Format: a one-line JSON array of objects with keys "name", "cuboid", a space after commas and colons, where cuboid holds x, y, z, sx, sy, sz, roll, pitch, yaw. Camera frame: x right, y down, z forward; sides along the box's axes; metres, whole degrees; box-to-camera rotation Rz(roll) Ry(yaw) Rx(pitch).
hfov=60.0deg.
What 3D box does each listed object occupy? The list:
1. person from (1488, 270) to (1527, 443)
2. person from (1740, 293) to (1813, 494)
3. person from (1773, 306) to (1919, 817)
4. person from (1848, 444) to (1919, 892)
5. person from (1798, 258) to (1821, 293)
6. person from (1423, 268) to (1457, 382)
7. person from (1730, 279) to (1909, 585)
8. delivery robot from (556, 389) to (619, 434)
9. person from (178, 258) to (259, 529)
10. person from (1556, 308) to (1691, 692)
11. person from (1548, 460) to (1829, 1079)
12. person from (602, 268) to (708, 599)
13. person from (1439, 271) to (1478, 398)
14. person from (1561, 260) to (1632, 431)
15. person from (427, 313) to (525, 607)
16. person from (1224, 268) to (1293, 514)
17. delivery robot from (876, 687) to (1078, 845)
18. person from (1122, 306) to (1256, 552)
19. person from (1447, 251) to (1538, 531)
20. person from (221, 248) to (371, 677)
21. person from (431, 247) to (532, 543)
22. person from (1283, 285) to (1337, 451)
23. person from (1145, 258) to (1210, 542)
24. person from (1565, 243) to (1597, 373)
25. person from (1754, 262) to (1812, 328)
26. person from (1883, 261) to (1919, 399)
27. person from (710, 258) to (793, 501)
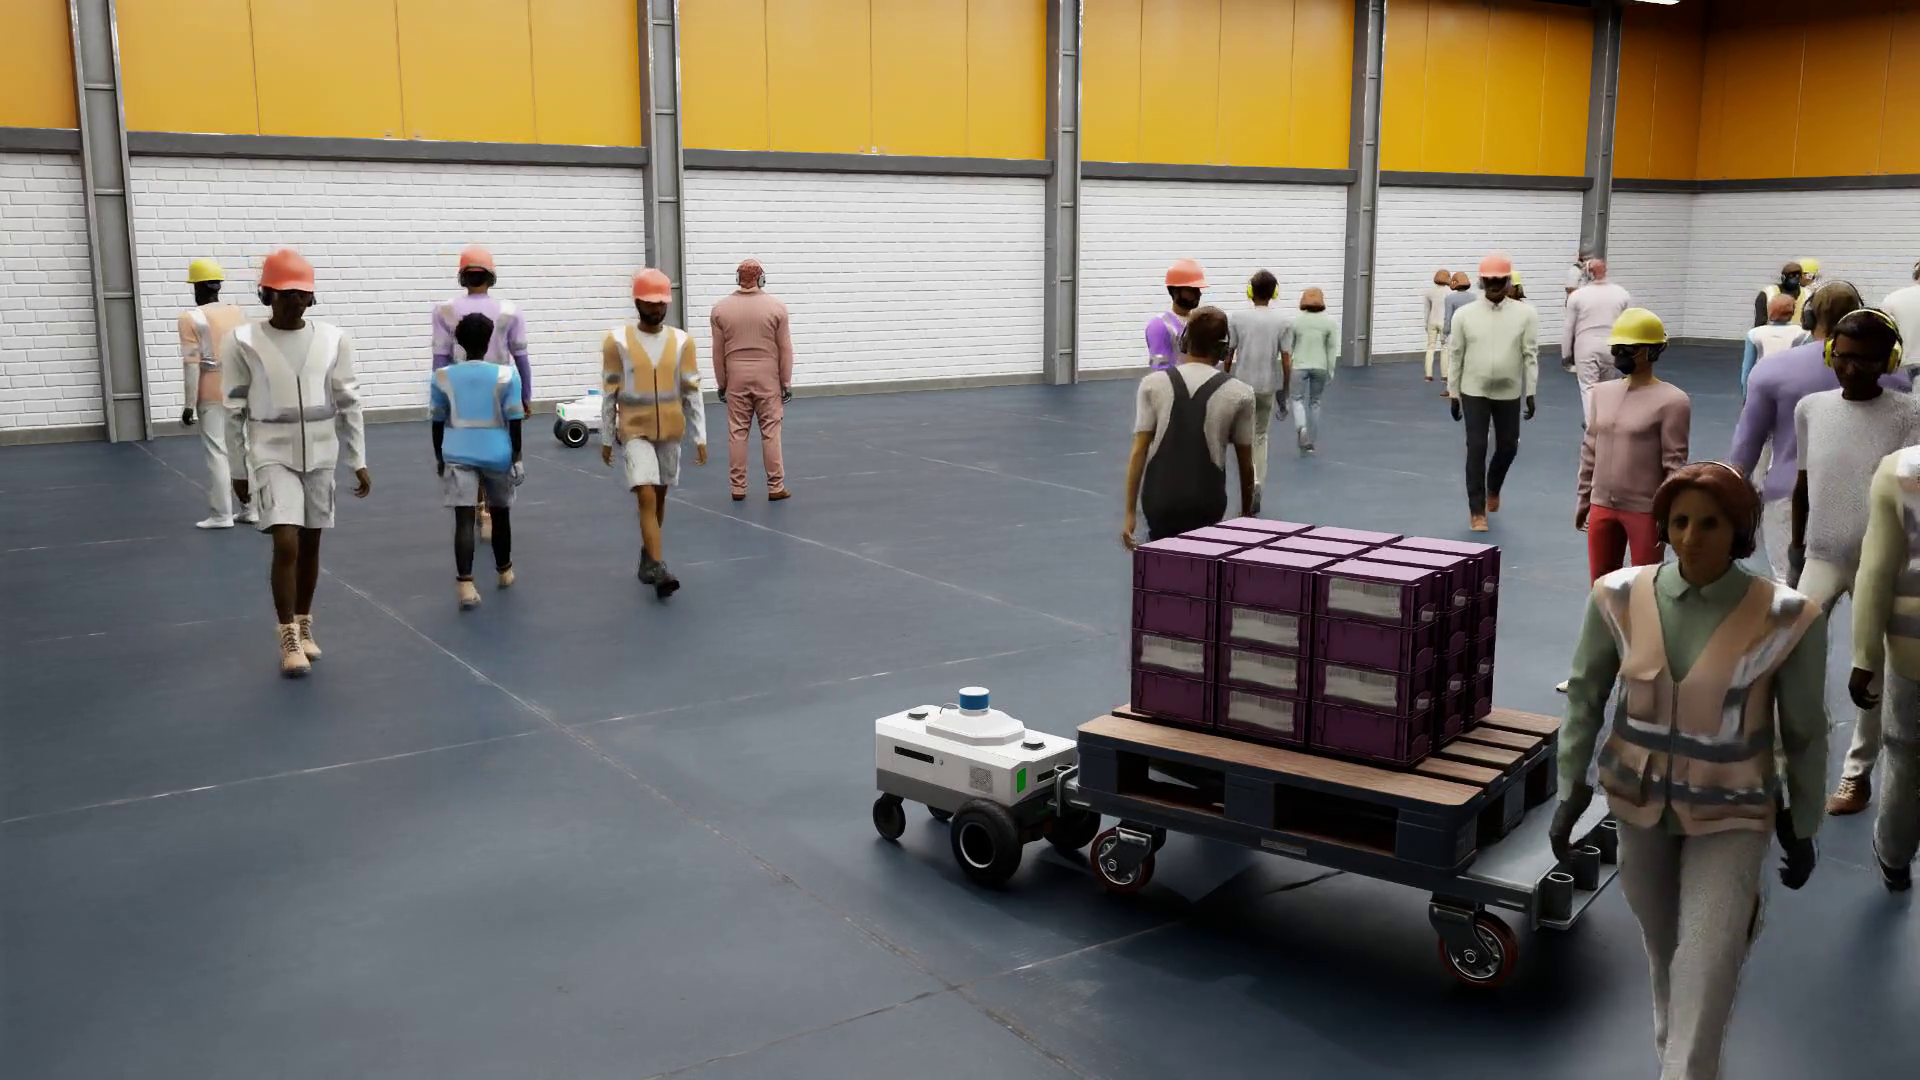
[{"name": "person", "cuboid": [5.525, -1.849, 16.822, 0.484, 1.745, 0.307, 2, 10, 8]}, {"name": "person", "cuboid": [6.532, -1.159, 13.339, 0.533, 1.625, 0.414, 7, 13, 34]}, {"name": "person", "cuboid": [3.077, 0.117, 5.806, 0.817, 1.832, 0.509, -9, 14, -41]}, {"name": "person", "cuboid": [2.967, 0.301, 4.905, 0.627, 1.784, 0.910, 5, 11, 25]}, {"name": "person", "cuboid": [10.049, -2.479, 20.078, 0.732, 1.809, 0.621, 1, 10, 5]}, {"name": "person", "cuboid": [6.913, -3.092, 23.942, 0.507, 1.632, 0.267, 9, 14, 41]}, {"name": "person", "cuboid": [3.703, -0.183, 7.295, 0.636, 1.888, 1.003, 1, 10, 6]}, {"name": "delivery robot", "cuboid": [-3.666, -1.271, 16.660, 0.707, 0.478, 0.477, -4, 11, -22]}, {"name": "person", "cuboid": [-5.298, -1.037, 11.869, 0.380, 1.925, 0.593, 5, 11, 25]}, {"name": "person", "cuboid": [2.963, -0.140, 7.398, 0.311, 1.769, 0.525, -6, 12, -30]}, {"name": "person", "cuboid": [1.556, 0.630, 3.630, 0.522, 1.596, 0.847, 10, 14, 43]}, {"name": "person", "cuboid": [-1.752, -0.615, 9.661, 0.566, 1.883, 0.983, -5, 11, -25]}, {"name": "person", "cuboid": [6.464, -2.657, 21.557, 0.499, 1.633, 0.289, -4, 11, -22]}, {"name": "person", "cuboid": [6.448, -1.914, 16.912, 0.684, 1.841, 1.004, 1, 10, 6]}, {"name": "person", "cuboid": [-2.757, -0.469, 9.512, 0.545, 1.651, 0.866, -1, 10, -7]}, {"name": "person", "cuboid": [2.243, -1.121, 12.595, 0.519, 1.839, 0.822, 0, 10, -2]}, {"name": "delivery robot", "cuboid": [0.046, 0.741, 5.627, 0.707, 0.478, 0.477, 9, 14, 41]}, {"name": "person", "cuboid": [1.008, -0.112, 7.220, 0.517, 1.769, 0.972, 3, 11, 18]}, {"name": "person", "cuboid": [3.805, -1.077, 11.943, 0.618, 1.978, 0.715, 2, 10, 9]}, {"name": "person", "cuboid": [-3.138, -0.369, 7.959, 0.605, 2.013, 0.798, -8, 13, -37]}, {"name": "person", "cuboid": [-3.307, -1.023, 11.591, 0.640, 1.995, 1.003, -2, 10, -9]}, {"name": "person", "cuboid": [3.359, -1.630, 15.974, 0.512, 1.618, 0.541, 1, 10, 7]}, {"name": "person", "cuboid": [1.419, -0.827, 10.687, 0.361, 1.939, 0.543, 8, 13, 37]}, {"name": "person", "cuboid": [9.595, -3.577, 25.484, 0.780, 2.000, 0.570, -7, 12, -33]}, {"name": "person", "cuboid": [8.978, -2.130, 18.208, 0.621, 1.811, 0.876, 2, 11, 11]}, {"name": "person", "cuboid": [8.503, -1.547, 14.726, 0.652, 1.900, 0.920, 7, 13, 35]}, {"name": "person", "cuboid": [-1.622, -1.254, 13.114, 0.640, 1.909, 0.409, 1, 10, 4]}]
